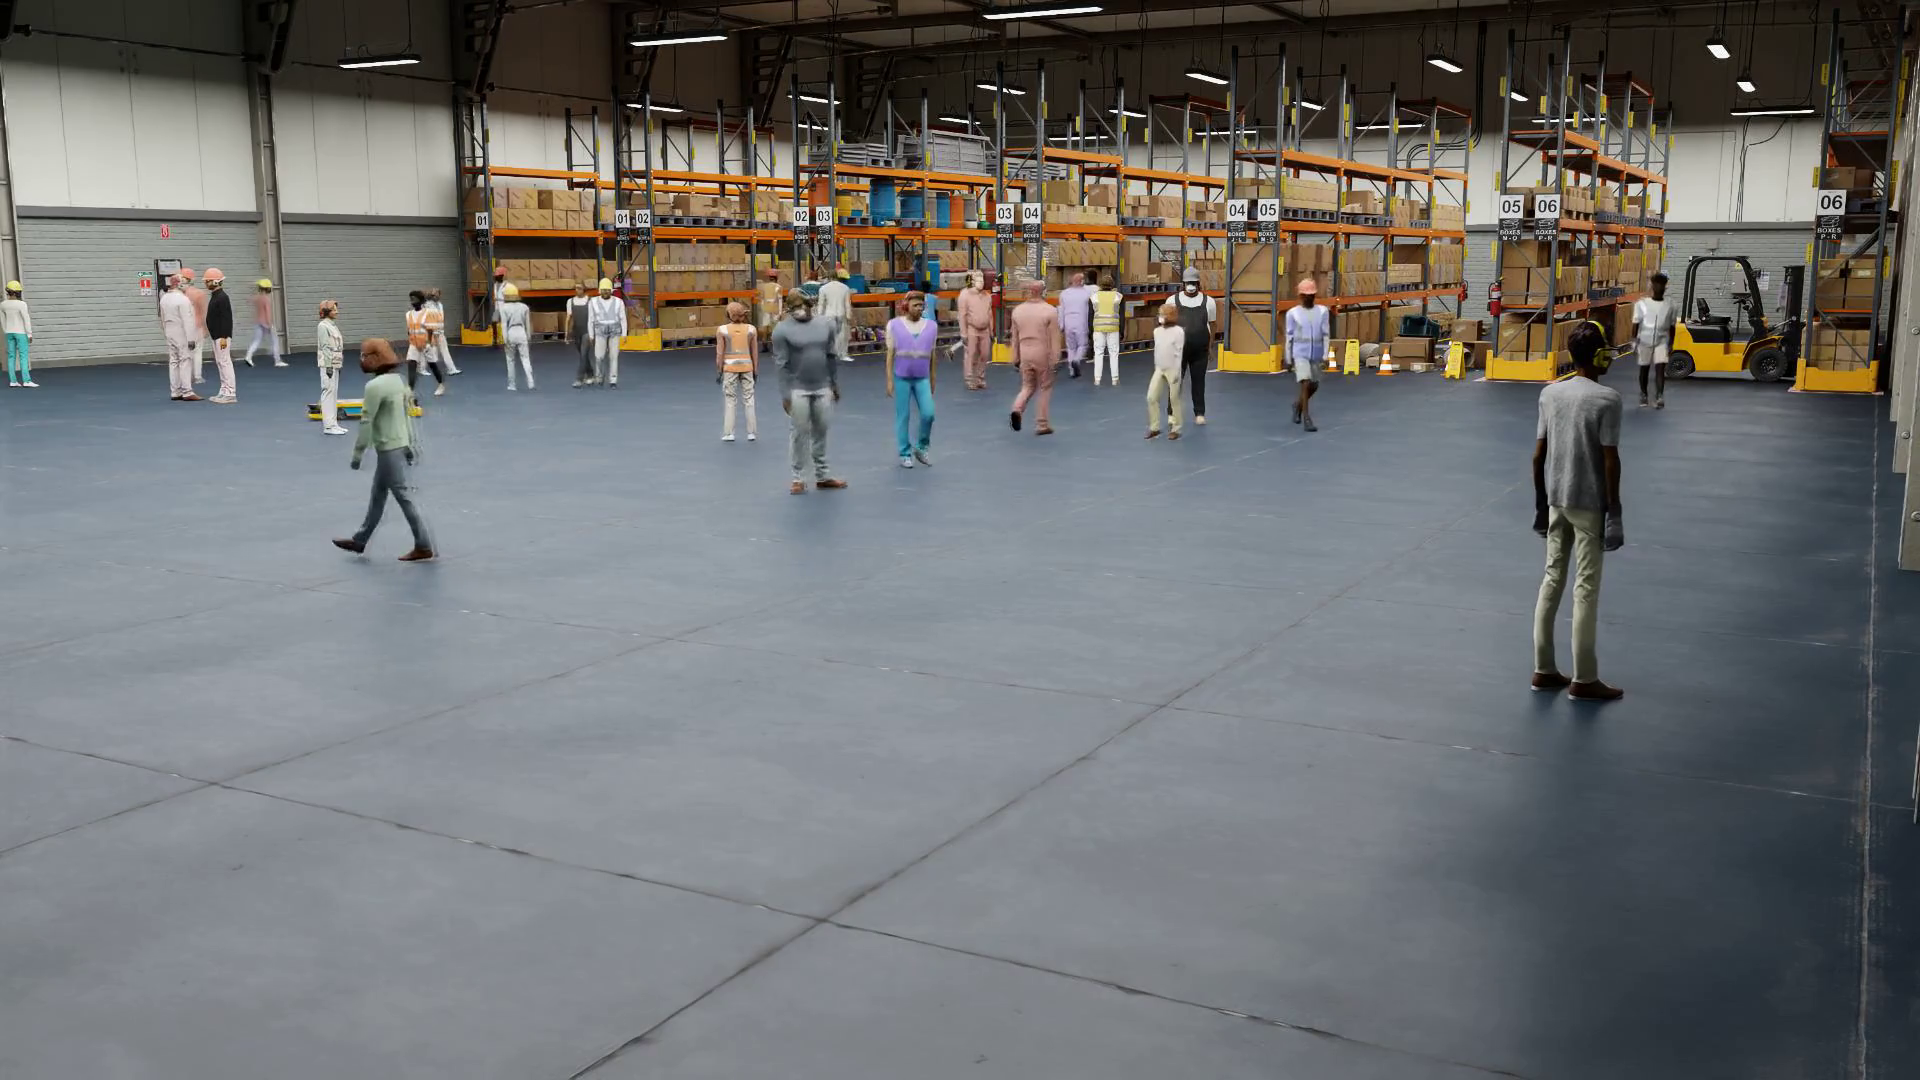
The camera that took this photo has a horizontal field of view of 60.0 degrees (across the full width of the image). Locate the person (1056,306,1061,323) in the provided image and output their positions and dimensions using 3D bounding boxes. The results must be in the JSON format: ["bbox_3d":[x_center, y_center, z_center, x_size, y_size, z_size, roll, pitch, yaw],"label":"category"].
[{"bbox_3d":[2.473,-5.465,39.395,0.589,1.862,0.843,6,11,30],"label":"person"}]

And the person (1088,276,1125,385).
[{"bbox_3d":[2.472,-3.531,28.095,0.632,1.842,0.429,1,10,6],"label":"person"}]

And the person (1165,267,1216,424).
[{"bbox_3d":[2.974,-2.507,21.516,0.679,2.000,0.537,0,10,3],"label":"person"}]

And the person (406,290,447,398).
[{"bbox_3d":[-8.292,-3.024,25.652,0.527,1.659,0.856,3,10,15],"label":"person"}]

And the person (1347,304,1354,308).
[{"bbox_3d":[10.416,-6.397,44.988,0.535,1.803,1.001,4,10,20],"label":"person"}]

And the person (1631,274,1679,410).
[{"bbox_3d":[9.934,-2.833,23.815,0.610,1.914,1.017,3,10,19],"label":"person"}]

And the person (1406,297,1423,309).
[{"bbox_3d":[13.156,-6.910,47.771,1.011,1.895,0.637,3,10,18],"label":"person"}]

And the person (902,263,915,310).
[{"bbox_3d":[-1.200,-6.162,43.035,0.648,1.994,1.009,4,10,22],"label":"person"}]

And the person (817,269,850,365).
[{"bbox_3d":[-2.592,-4.488,33.481,0.662,1.910,0.831,-6,11,-30],"label":"person"}]

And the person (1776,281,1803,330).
[{"bbox_3d":[21.212,-6.009,42.518,0.636,1.888,0.598,0,10,-1],"label":"person"}]

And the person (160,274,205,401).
[{"bbox_3d":[-11.717,-3.043,25.057,0.652,1.904,0.403,7,12,34],"label":"person"}]

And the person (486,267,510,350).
[{"bbox_3d":[-10.613,-5.305,38.274,0.564,1.910,0.771,6,11,30],"label":"person"}]

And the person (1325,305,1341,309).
[{"bbox_3d":[9.944,-6.264,44.151,0.639,1.821,0.627,7,12,35],"label":"person"}]

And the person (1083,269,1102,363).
[{"bbox_3d":[2.661,-4.561,33.945,0.611,1.903,0.447,9,13,42],"label":"person"}]

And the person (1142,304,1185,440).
[{"bbox_3d":[2.406,-1.962,19.580,0.577,1.613,0.503,-9,13,-42],"label":"person"}]

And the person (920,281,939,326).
[{"bbox_3d":[-0.778,-4.510,34.332,0.796,1.665,0.543,9,13,41],"label":"person"}]

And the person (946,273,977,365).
[{"bbox_3d":[0.084,-4.400,33.202,0.581,1.848,0.548,1,10,9],"label":"person"}]

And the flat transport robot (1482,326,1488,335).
[{"bbox_3d":[14.233,-5.802,45.983,0.652,0.197,1.431,4,10,20],"label":"flat transport robot"}]

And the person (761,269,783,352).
[{"bbox_3d":[-4.273,-5.200,37.726,0.555,1.898,0.974,2,10,13],"label":"person"}]

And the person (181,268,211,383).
[{"bbox_3d":[-13.145,-3.656,28.427,0.620,1.978,0.496,0,10,0],"label":"person"}]

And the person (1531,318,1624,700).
[{"bbox_3d":[3.057,-0.150,8.217,0.334,1.873,0.521,-5,11,-28],"label":"person"}]

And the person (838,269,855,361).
[{"bbox_3d":[-2.475,-4.661,34.525,0.517,1.912,0.586,5,11,25],"label":"person"}]

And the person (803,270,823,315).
[{"bbox_3d":[-3.670,-5.709,40.844,0.591,1.852,0.876,5,11,26],"label":"person"}]

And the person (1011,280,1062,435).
[{"bbox_3d":[0.910,-2.208,20.215,0.656,1.894,0.539,7,12,34],"label":"person"}]

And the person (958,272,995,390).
[{"bbox_3d":[0.282,-3.400,27.133,0.645,1.907,0.403,-6,11,-32],"label":"person"}]

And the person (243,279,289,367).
[{"bbox_3d":[-13.687,-4.252,32.624,0.522,1.738,0.831,7,12,35],"label":"person"}]

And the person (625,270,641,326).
[{"bbox_3d":[-8.490,-6.126,43.055,0.556,1.919,0.577,7,12,37],"label":"person"}]

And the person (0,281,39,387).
[{"bbox_3d":[-15.637,-3.409,27.603,0.528,1.768,0.313,2,10,11],"label":"person"}]

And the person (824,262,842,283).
[{"bbox_3d":[-2.900,-5.480,38.915,0.371,2.046,0.606,8,13,41],"label":"person"}]

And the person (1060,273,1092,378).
[{"bbox_3d":[2.059,-3.813,29.623,0.647,1.886,0.590,4,10,21],"label":"person"}]

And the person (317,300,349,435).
[{"bbox_3d":[-7.703,-2.110,20.364,0.310,1.642,0.514,-2,10,-10],"label":"person"}]

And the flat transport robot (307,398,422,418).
[{"bbox_3d":[-8.046,-1.787,22.478,1.431,0.197,0.652,-4,10,-20],"label":"flat transport robot"}]

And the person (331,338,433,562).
[{"bbox_3d":[-4.160,-0.631,11.831,0.847,1.591,0.520,0,10,1],"label":"person"}]

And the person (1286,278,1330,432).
[{"bbox_3d":[4.344,-2.338,20.919,0.545,1.916,0.822,-1,10,-9],"label":"person"}]

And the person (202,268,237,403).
[{"bbox_3d":[-11.023,-3.036,24.747,0.386,1.992,0.624,-7,12,-34],"label":"person"}]

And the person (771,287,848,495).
[{"bbox_3d":[-1.340,-1.358,15.259,0.809,1.901,0.369,-7,12,-34],"label":"person"}]

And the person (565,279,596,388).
[{"bbox_3d":[-6.324,-3.466,27.853,0.529,1.802,0.972,2,10,11],"label":"person"}]

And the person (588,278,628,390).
[{"bbox_3d":[-5.752,-3.365,27.175,0.614,1.821,0.466,-3,10,-16],"label":"person"}]

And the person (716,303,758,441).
[{"bbox_3d":[-2.623,-1.971,19.605,0.525,1.620,0.394,-5,11,-25],"label":"person"}]

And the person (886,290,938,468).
[{"bbox_3d":[-0.497,-1.636,17.055,0.589,1.827,0.470,-3,10,-19],"label":"person"}]

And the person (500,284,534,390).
[{"bbox_3d":[-7.166,-3.269,26.909,0.492,1.719,0.660,-6,11,-30],"label":"person"}]

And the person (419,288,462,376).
[{"bbox_3d":[-9.536,-3.778,30.263,0.877,1.584,0.539,4,10,21],"label":"person"}]
